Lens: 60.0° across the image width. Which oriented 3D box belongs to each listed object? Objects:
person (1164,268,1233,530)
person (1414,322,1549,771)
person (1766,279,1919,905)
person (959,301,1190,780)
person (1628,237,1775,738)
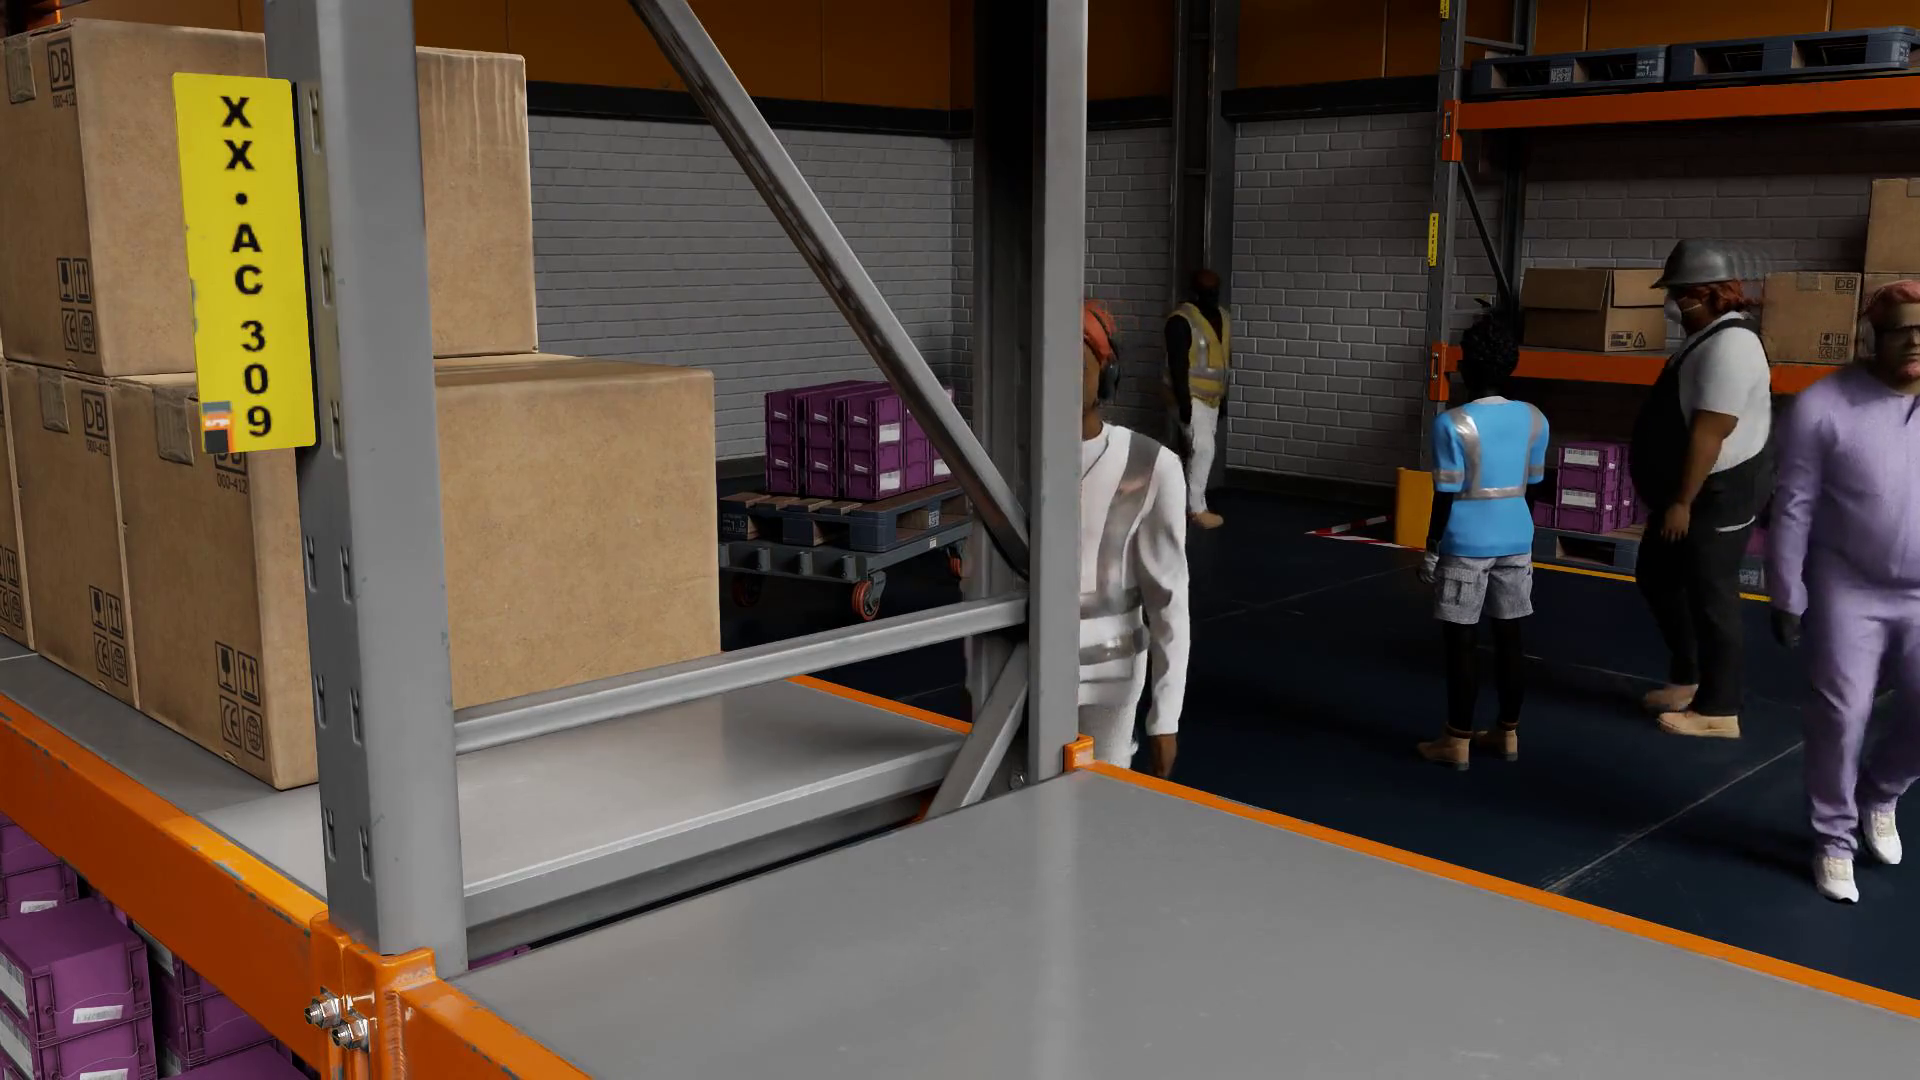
[{"bbox_3d":[1.670,-0.956,11.439,0.529,1.809,0.633,8,13,39],"label":"person"},{"bbox_3d":[1.973,0.029,6.320,0.529,1.697,0.321,-5,11,-24],"label":"person"},{"bbox_3d":[2.820,0.161,5.069,0.680,1.892,0.442,2,11,9],"label":"person"},{"bbox_3d":[0.220,0.383,3.928,0.609,1.861,0.777,4,11,22],"label":"person"},{"bbox_3d":[2.991,-0.219,6.738,0.543,2.000,0.716,3,11,15],"label":"person"}]
